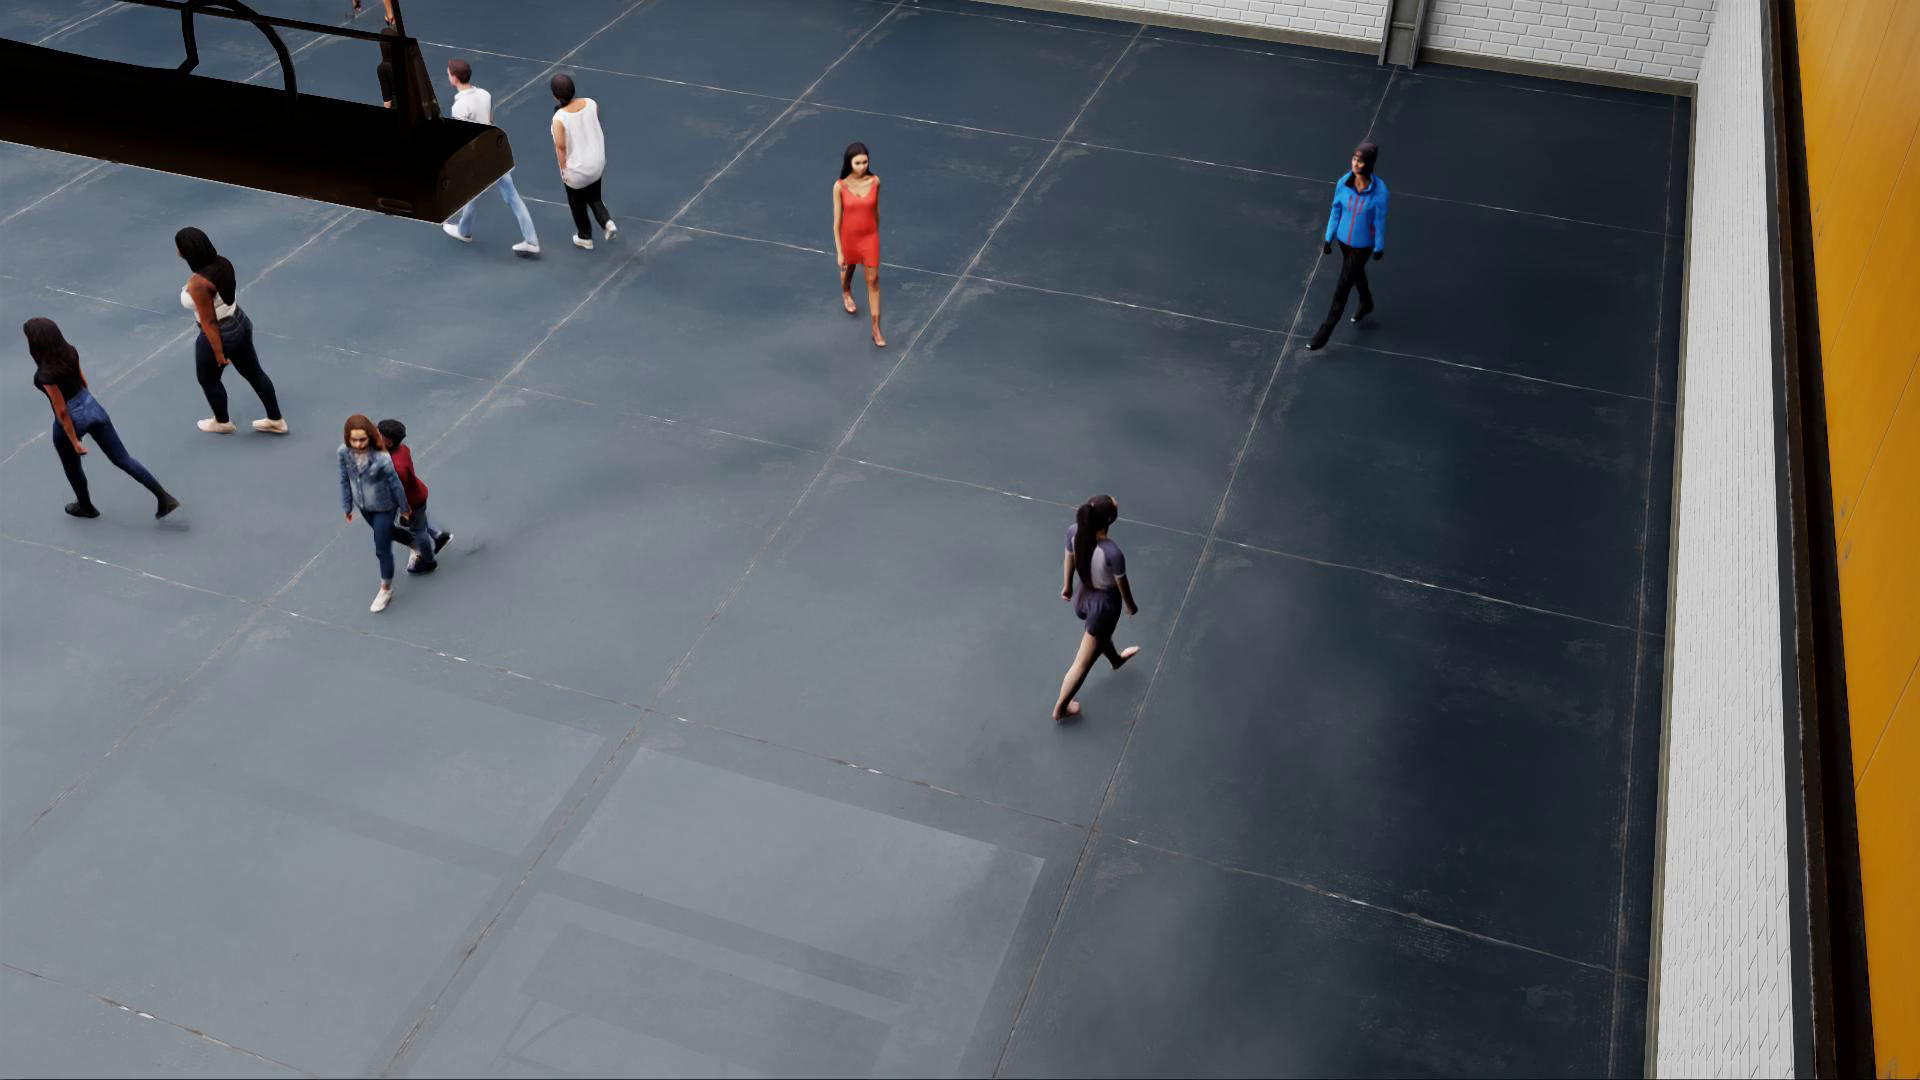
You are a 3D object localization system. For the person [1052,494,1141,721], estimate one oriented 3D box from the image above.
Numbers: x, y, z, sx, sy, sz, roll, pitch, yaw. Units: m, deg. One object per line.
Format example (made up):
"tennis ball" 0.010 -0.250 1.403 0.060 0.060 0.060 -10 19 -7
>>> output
"person" 0.778 0.457 10.273 1.029 1.609 1.061 -24 44 -27

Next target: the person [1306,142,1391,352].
"person" 3.333 -2.481 13.849 1.062 1.737 1.226 -30 47 -32

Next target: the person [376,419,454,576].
"person" -3.748 -0.318 11.535 0.718 1.244 0.658 -14 41 -17

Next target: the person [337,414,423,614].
"person" -3.927 -0.282 11.320 0.846 1.458 0.607 13 40 16

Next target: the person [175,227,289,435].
"person" -5.486 -1.537 12.626 0.930 1.788 0.730 8 39 10

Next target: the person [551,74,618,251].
"person" -3.399 -3.392 15.040 0.845 1.674 0.798 28 46 31

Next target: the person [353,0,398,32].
"person" -6.875 -6.770 19.199 0.973 1.762 0.736 23 44 26

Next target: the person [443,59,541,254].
"person" -4.180 -3.360 14.911 1.234 1.786 0.703 15 41 18

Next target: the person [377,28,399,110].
"person" -5.303 -4.104 15.958 0.654 1.641 0.685 -22 43 -25

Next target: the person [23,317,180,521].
"person" -6.119 -0.802 11.777 1.185 1.700 0.638 9 40 12

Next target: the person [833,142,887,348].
"person" -0.892 -2.540 13.974 1.134 1.673 1.126 -13 40 -15
